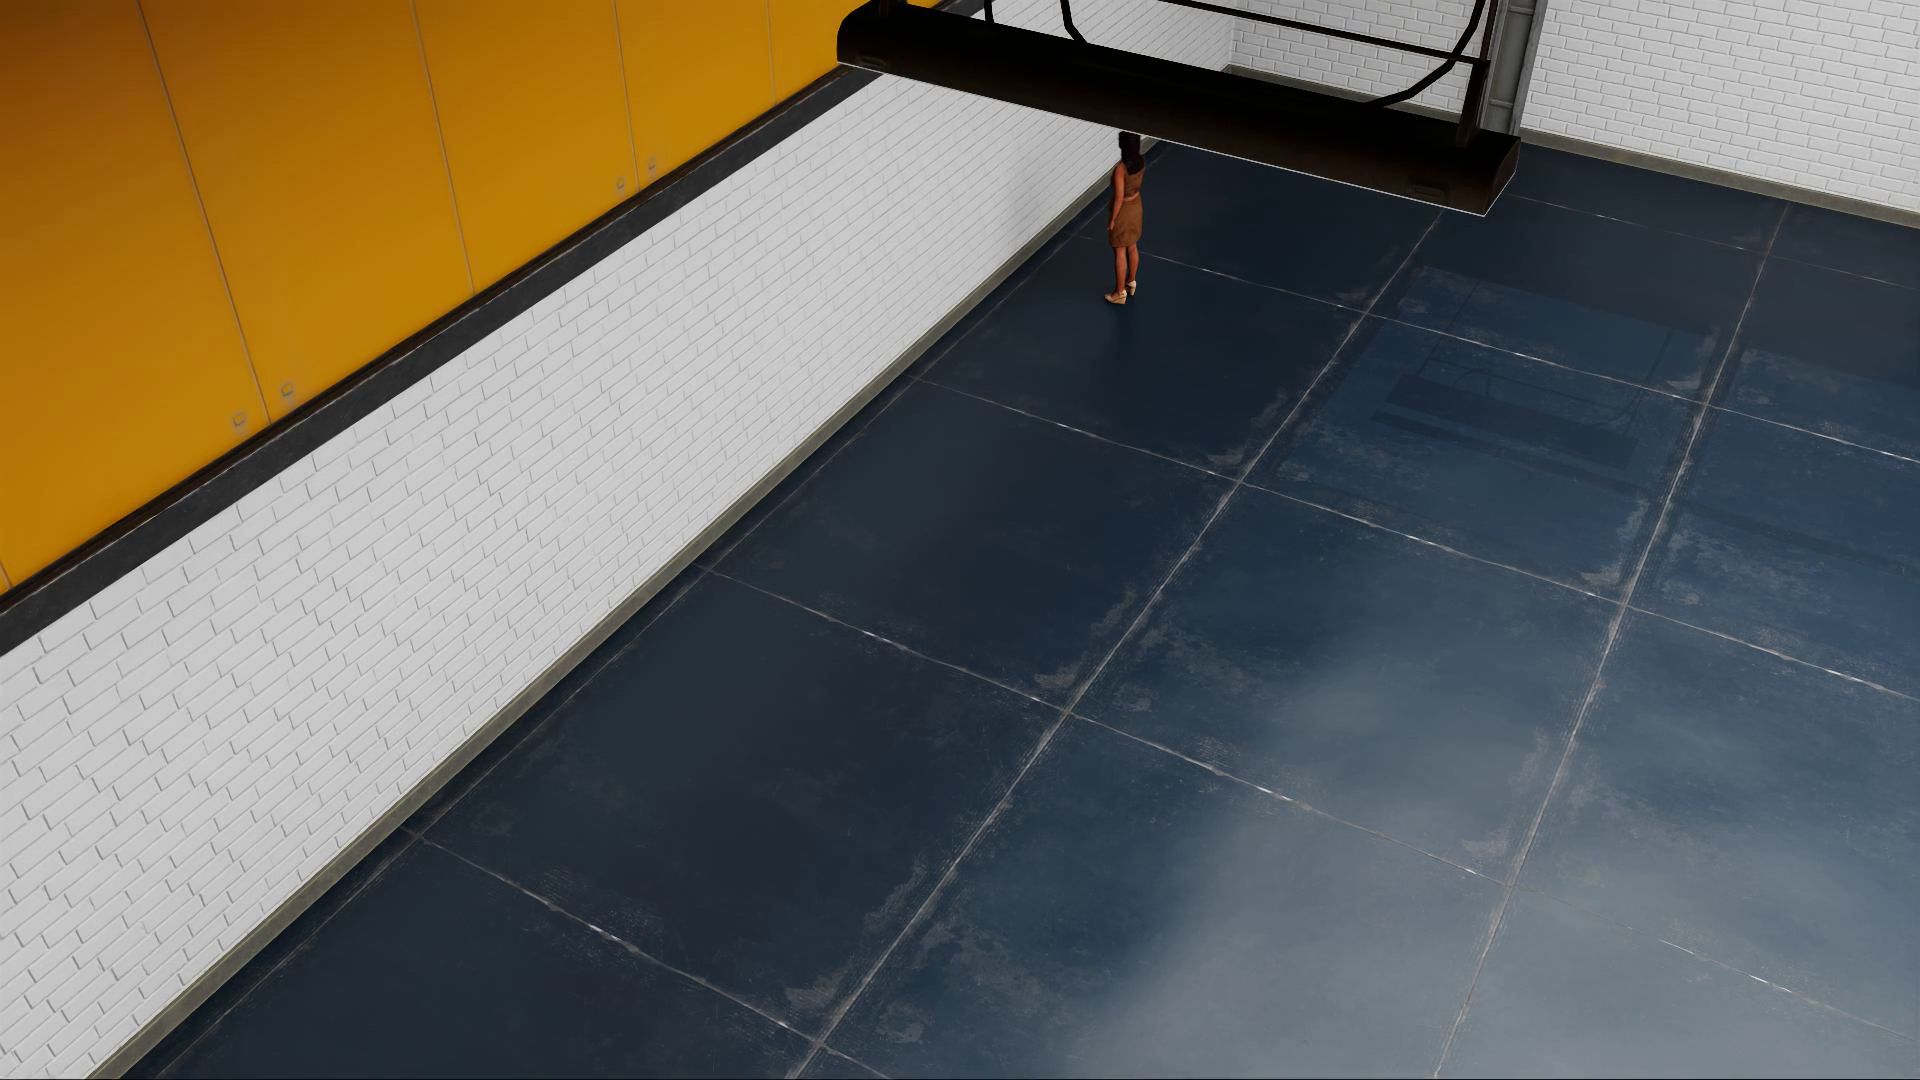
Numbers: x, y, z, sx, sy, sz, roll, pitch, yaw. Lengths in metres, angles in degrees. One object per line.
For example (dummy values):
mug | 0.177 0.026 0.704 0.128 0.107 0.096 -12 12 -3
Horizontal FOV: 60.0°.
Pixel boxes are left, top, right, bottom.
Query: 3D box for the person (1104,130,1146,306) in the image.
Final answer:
person | 1.482 -2.917 14.948 0.525 1.689 0.582 24 44 27
